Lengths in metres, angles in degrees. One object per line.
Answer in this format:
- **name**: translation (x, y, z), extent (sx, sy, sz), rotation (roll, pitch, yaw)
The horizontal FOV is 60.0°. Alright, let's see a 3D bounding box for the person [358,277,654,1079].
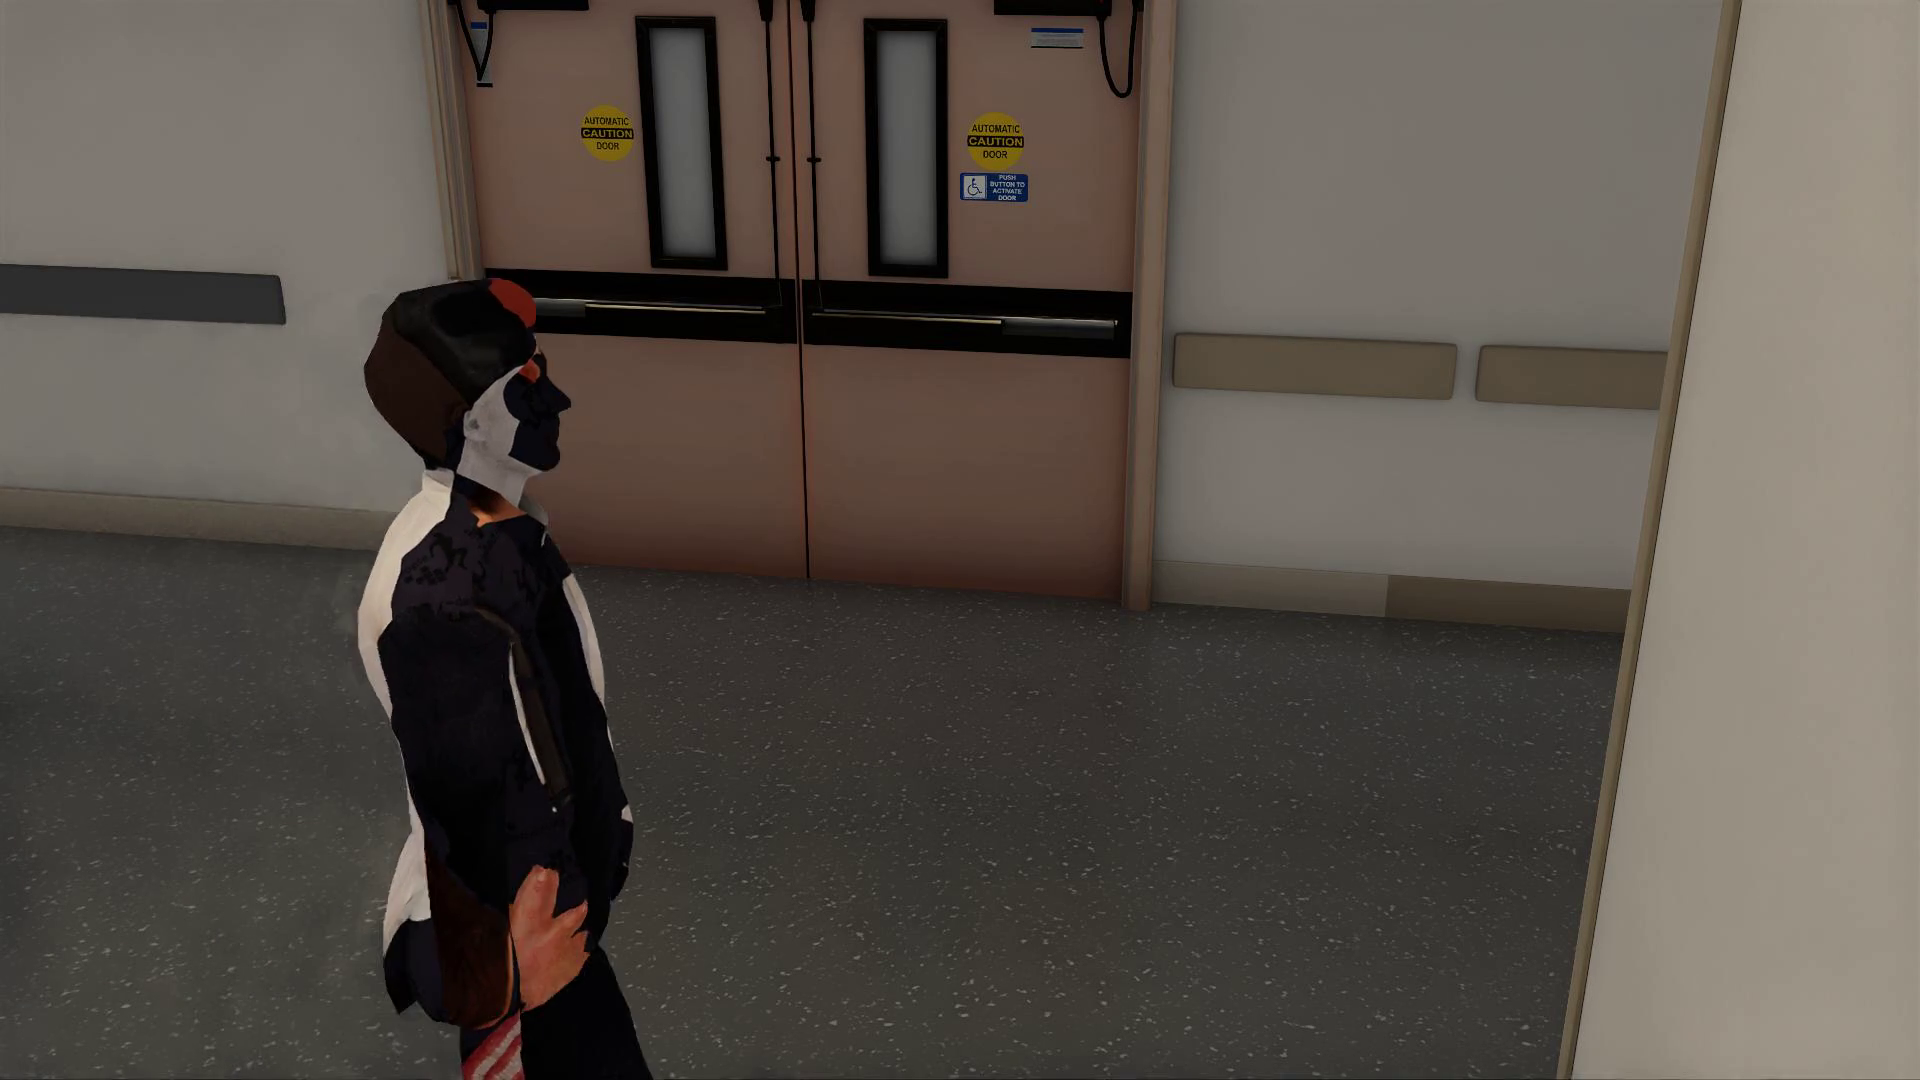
- **person**: translation (-0.734, 0.568, 2.425), extent (0.847, 1.882, 0.819), rotation (-4, 21, -10)
